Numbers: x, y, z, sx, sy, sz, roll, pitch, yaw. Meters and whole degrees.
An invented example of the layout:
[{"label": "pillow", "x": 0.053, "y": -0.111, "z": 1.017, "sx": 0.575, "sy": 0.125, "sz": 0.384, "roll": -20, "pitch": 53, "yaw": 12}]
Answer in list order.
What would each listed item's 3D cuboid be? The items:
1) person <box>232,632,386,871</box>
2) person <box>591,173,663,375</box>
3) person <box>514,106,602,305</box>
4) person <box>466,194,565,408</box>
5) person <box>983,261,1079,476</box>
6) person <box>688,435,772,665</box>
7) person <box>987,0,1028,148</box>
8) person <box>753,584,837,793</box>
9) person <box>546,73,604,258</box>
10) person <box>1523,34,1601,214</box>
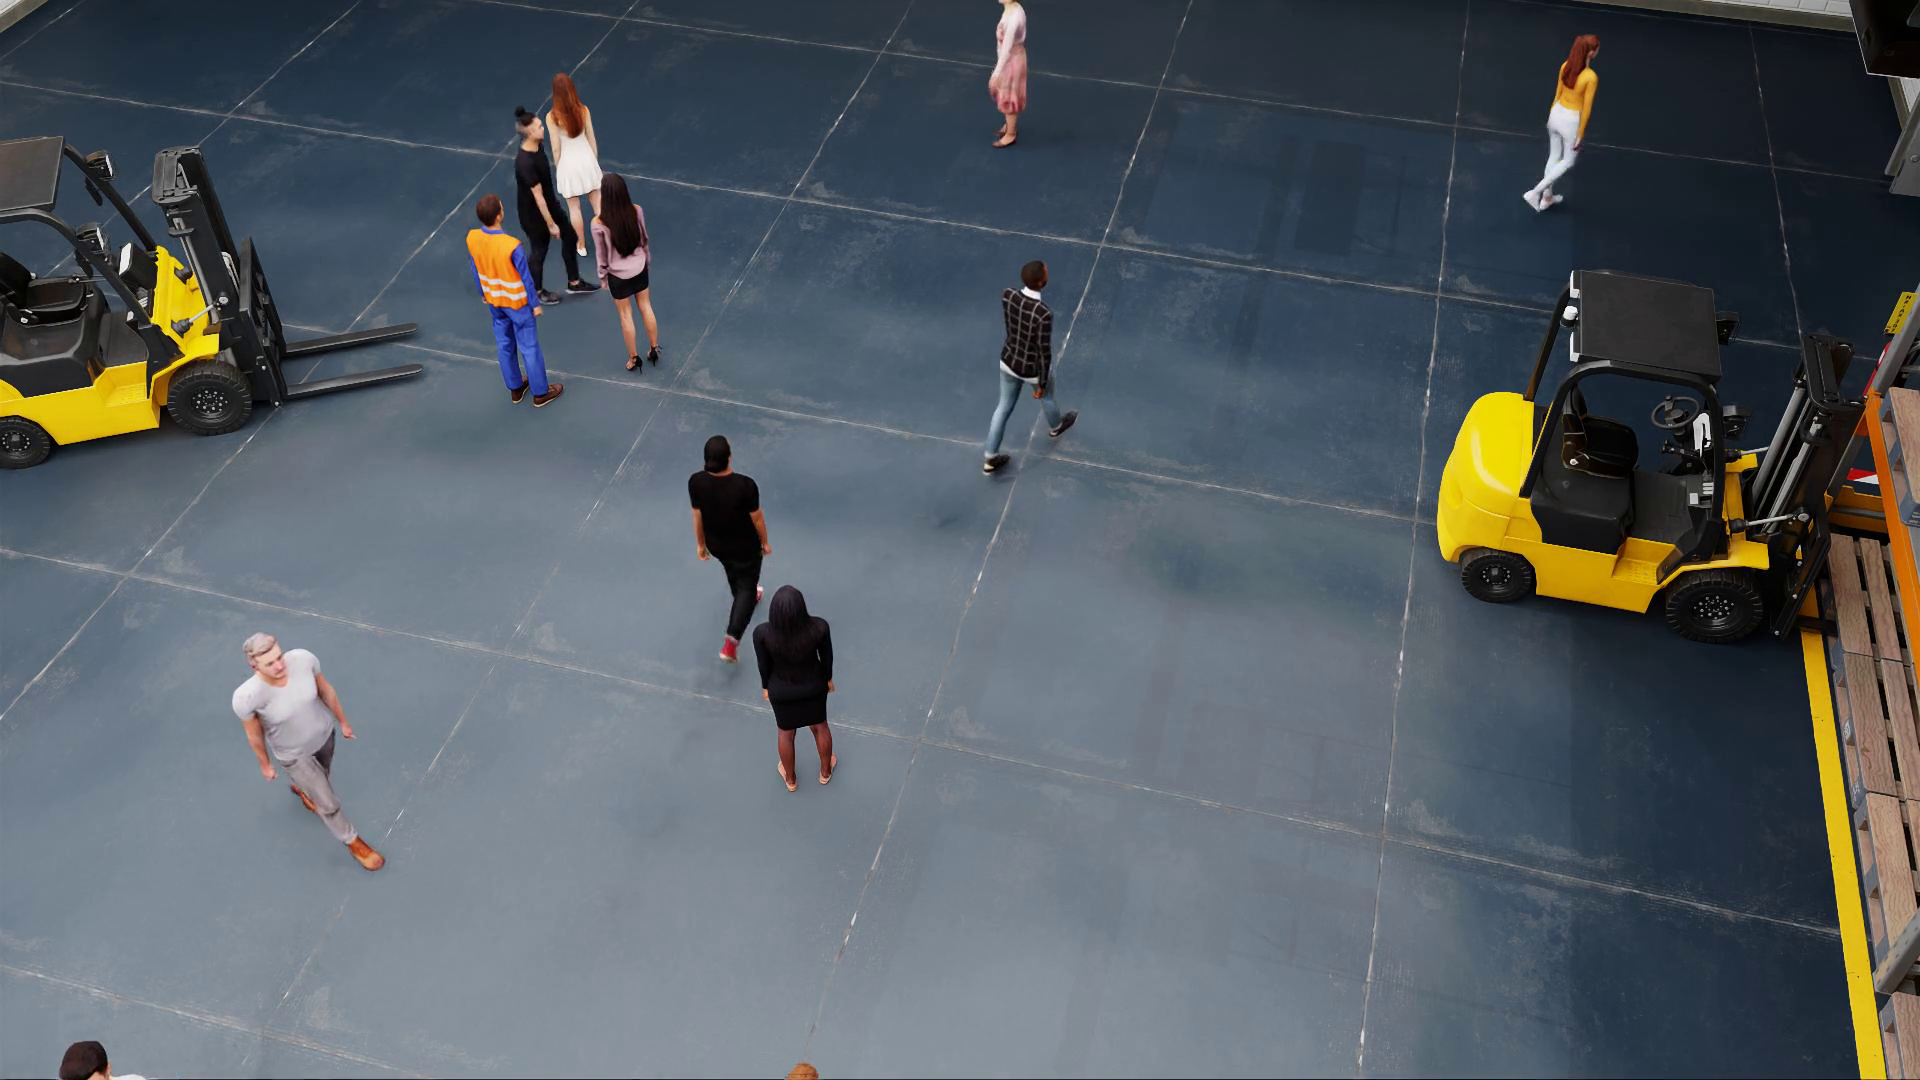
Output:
[{"label": "person", "x": -3.912, "y": 1.151, "z": 9.779, "sx": 1.023, "sy": 1.794, "sz": 1.200, "roll": 25, "pitch": 49, "yaw": 24}, {"label": "person", "x": -2.631, "y": -2.106, "z": 13.184, "sx": 0.672, "sy": 1.812, "sz": 0.753, "roll": -26, "pitch": 49, "yaw": -25}, {"label": "person", "x": -3.586, "y": -2.759, "z": 13.845, "sx": 0.866, "sy": 1.847, "sz": 0.854, "roll": 3, "pitch": 44, "yaw": 3}, {"label": "person", "x": -3.487, "y": -1.848, "z": 12.876, "sx": 0.722, "sy": 1.863, "sz": 0.649, "roll": 17, "pitch": 46, "yaw": 17}, {"label": "person", "x": 0.411, "y": -1.239, "z": 12.306, "sx": 1.001, "sy": 1.769, "sz": 1.289, "roll": 30, "pitch": 51, "yaw": 27}, {"label": "person", "x": -1.514, "y": 0.073, "z": 10.953, "sx": 0.650, "sy": 1.736, "sz": 1.088, "roll": 11, "pitch": 45, "yaw": 11}, {"label": "person", "x": 0.545, "y": -4.514, "z": 15.804, "sx": 0.765, "sy": 1.686, "sz": 0.652, "roll": -3, "pitch": 44, "yaw": -3}, {"label": "person", "x": -0.987, "y": 0.890, "z": 10.106, "sx": 0.683, "sy": 1.721, "sz": 0.663, "roll": -8, "pitch": 44, "yaw": -8}, {"label": "person", "x": -3.333, "y": -3.268, "z": 14.477, "sx": 0.649, "sy": 1.712, "sz": 0.700, "roll": -19, "pitch": 47, "yaw": -19}, {"label": "person", "x": 5.364, "y": -3.689, "z": 14.900, "sx": 0.940, "sy": 1.738, "sz": 0.863, "roll": -24, "pitch": 49, "yaw": -23}]
